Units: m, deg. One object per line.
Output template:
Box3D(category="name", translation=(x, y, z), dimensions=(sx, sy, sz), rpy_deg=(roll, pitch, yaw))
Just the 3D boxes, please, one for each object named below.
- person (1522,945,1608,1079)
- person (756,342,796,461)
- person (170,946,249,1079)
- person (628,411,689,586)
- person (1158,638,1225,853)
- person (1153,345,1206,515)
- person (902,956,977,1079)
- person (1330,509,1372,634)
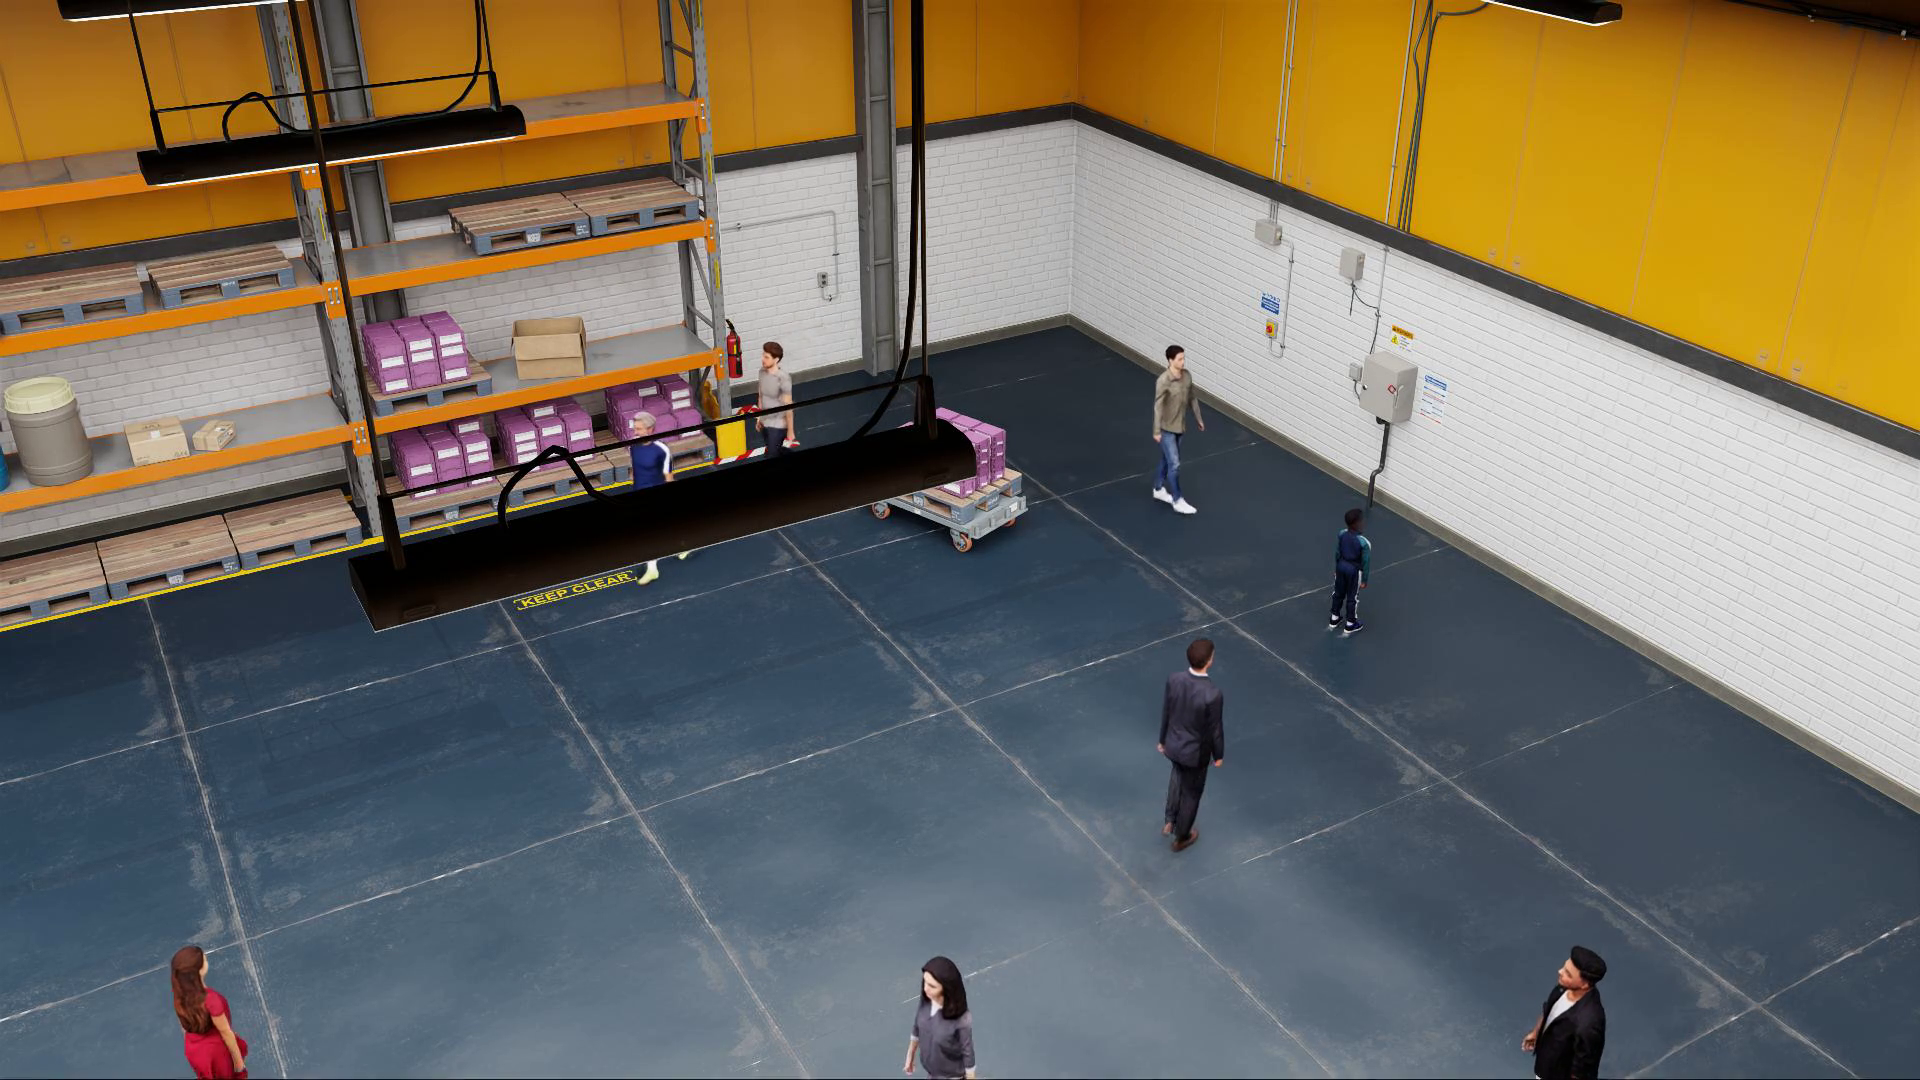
Box3D(category="person", translation=(3.685, 3.132, 9.898), dimensions=(1.238, 1.773, 1.182), rpy_deg=(7, 29, 13))
Box3D(category="person", translation=(-1.913, -1.269, 17.865), dimensions=(1.150, 1.870, 0.768), rpy_deg=(-22, 35, -34))
Box3D(category="person", translation=(-4.596, 3.146, 10.123), dimensions=(0.899, 1.533, 1.032), rpy_deg=(11, 31, 20))
Box3D(category="person", translation=(-3.002, -0.456, 16.424), dimensions=(0.936, 1.823, 1.074), rpy_deg=(14, 32, 24))
Box3D(category="person", translation=(1.696, 1.602, 12.617), dimensions=(0.769, 1.855, 0.789), rpy_deg=(19, 34, 31))
Box3D(category="person", translation=(2.216, -1.241, 17.838), dimensions=(0.928, 1.848, 0.946), rpy_deg=(24, 36, 36))
Box3D(category="person", translation=(-0.016, 3.143, 9.943), dimensions=(1.212, 1.710, 0.707), rpy_deg=(-20, 34, -32))
Box3D(category="person", translation=(3.676, 0.275, 15.676), dimensions=(0.548, 1.255, 0.535), rpy_deg=(26, 38, 38))
